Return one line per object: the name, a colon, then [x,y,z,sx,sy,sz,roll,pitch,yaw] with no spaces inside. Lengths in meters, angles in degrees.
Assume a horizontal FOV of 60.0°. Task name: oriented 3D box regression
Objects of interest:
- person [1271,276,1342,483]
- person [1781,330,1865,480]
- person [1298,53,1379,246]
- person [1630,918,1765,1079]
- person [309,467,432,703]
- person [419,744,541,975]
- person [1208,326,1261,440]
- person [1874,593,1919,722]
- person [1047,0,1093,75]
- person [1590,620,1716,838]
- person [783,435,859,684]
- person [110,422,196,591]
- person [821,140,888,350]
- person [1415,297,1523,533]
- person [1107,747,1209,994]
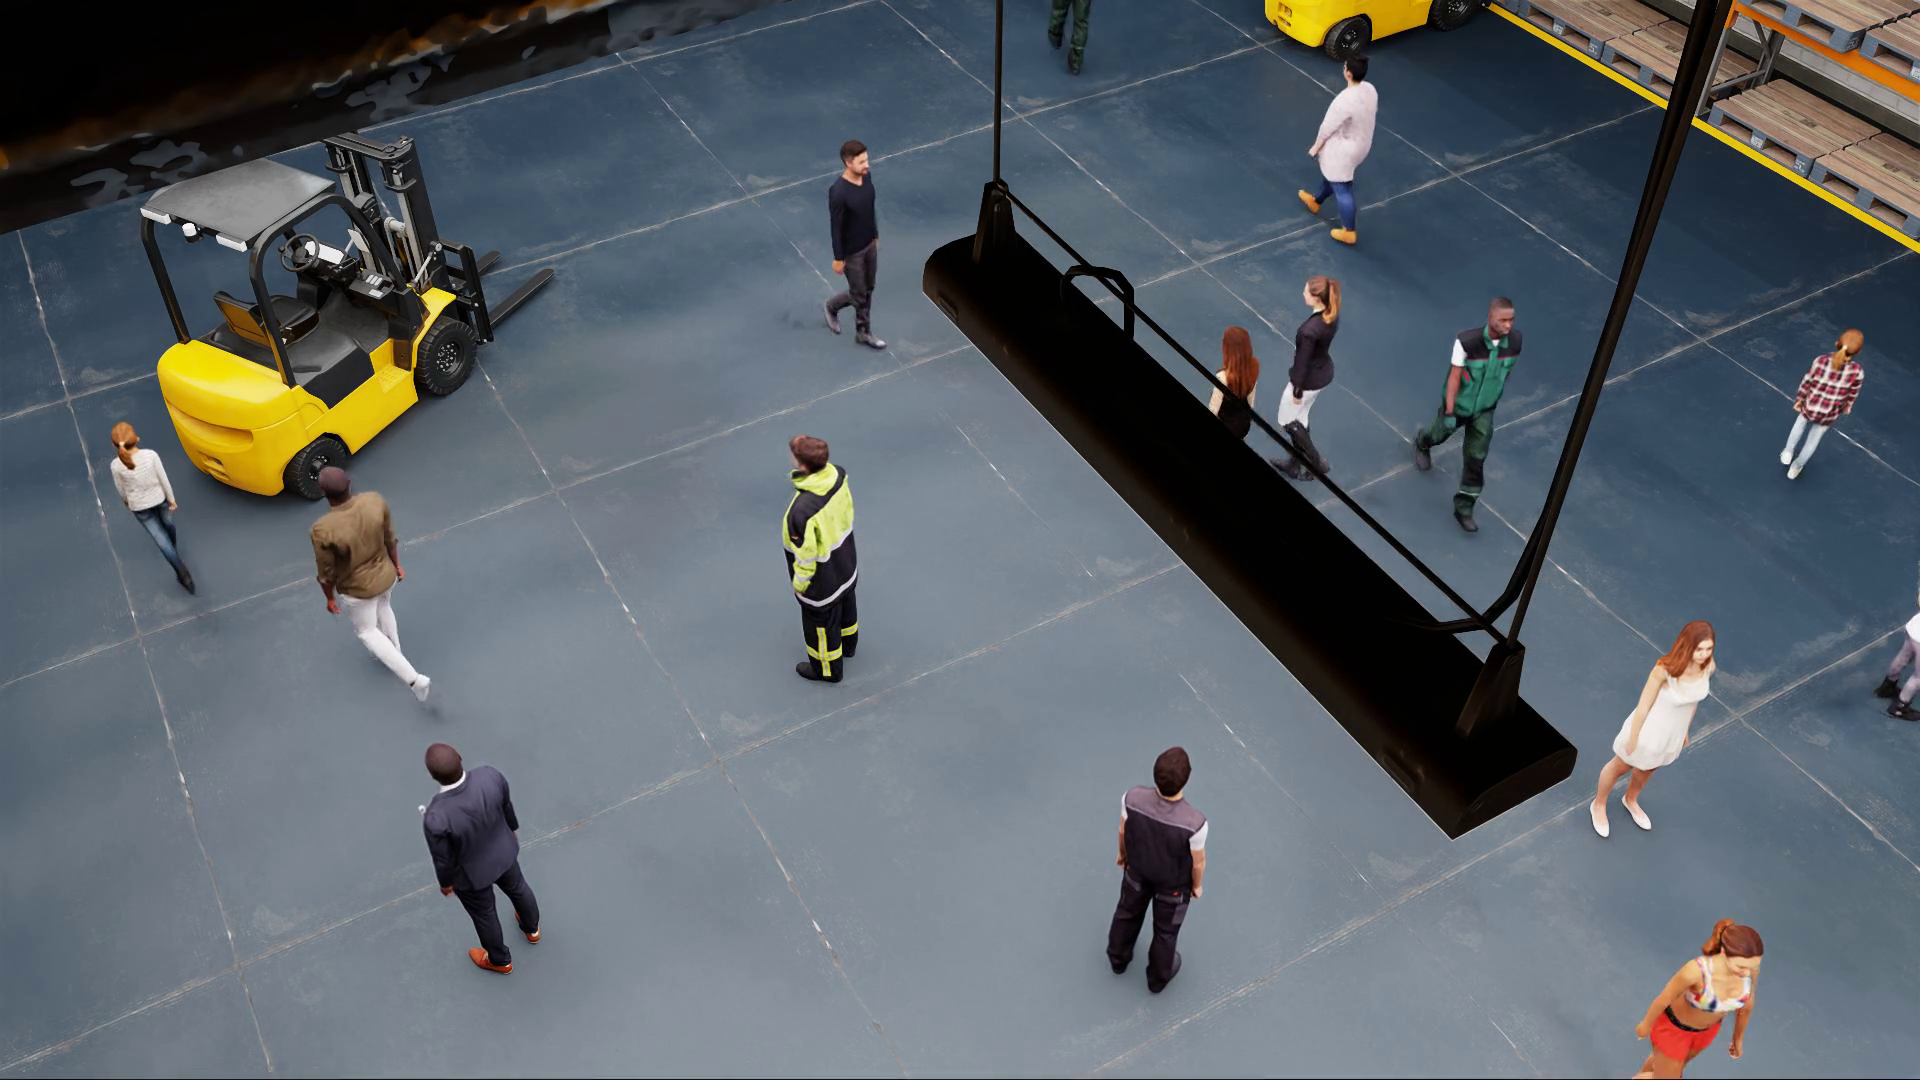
person: [2.605,-1.114,12.055,0.840,1.723,0.755,24,48,23]
person: [6.323,-0.965,12.209,0.596,1.296,0.679,28,50,26]
person: [3.404,-3.357,14.421,0.808,1.708,1.084,-31,52,-28]
person: [3.619,2.360,8.372,0.687,1.773,0.675,-10,45,-11]
person: [-3.703,0.302,10.511,1.135,1.803,0.970,27,50,25]
person: [-2.590,1.718,9.008,0.746,1.825,0.775,29,51,27]
person: [1.949,-0.738,11.666,0.615,1.716,0.739,-27,50,-26]
person: [6.099,0.598,10.582,0.693,1.275,0.631,5,44,5]
person: [1.166,-5.594,16.653,0.970,1.868,1.198,-6,44,-6]
person: [4.091,1.087,9.753,0.626,1.711,0.632,-7,44,-7]
person: [-0.879,0.113,10.582,0.888,1.979,0.868,16,46,16]
person: [-5.543,-0.201,11.421,0.532,1.277,0.943,-27,50,-25]
person: [-0.895,-2.355,13.261,0.972,1.858,0.859,25,49,24]
person: [3.594,-1.015,11.895,1.003,1.801,1.324,-5,44,-5]
person: [1.065,1.774,8.936,0.700,1.843,0.809,22,48,22]
